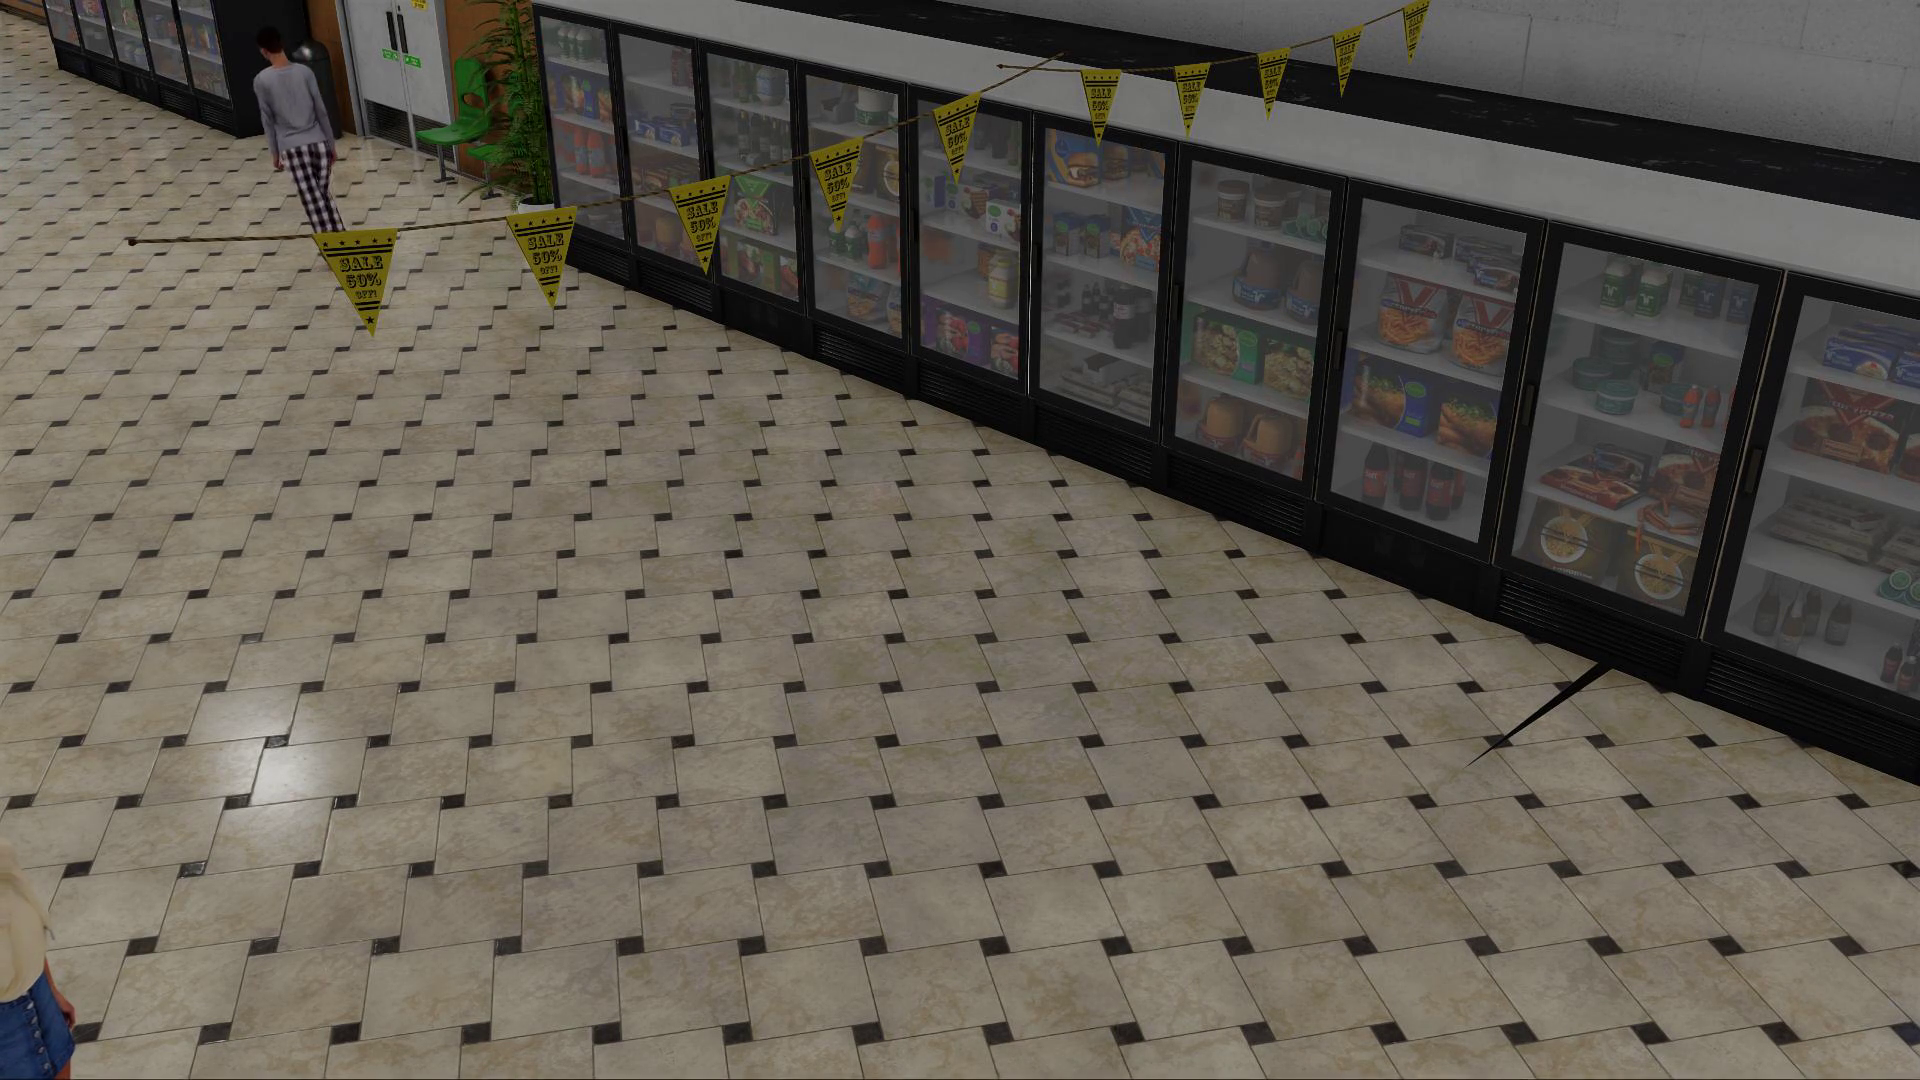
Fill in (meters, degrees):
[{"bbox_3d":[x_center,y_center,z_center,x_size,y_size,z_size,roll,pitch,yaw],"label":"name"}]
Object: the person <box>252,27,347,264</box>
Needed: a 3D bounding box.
[{"bbox_3d":[-5.032,-3.003,12.855,0.725,1.812,0.782,-14,30,-25],"label":"person"}]
